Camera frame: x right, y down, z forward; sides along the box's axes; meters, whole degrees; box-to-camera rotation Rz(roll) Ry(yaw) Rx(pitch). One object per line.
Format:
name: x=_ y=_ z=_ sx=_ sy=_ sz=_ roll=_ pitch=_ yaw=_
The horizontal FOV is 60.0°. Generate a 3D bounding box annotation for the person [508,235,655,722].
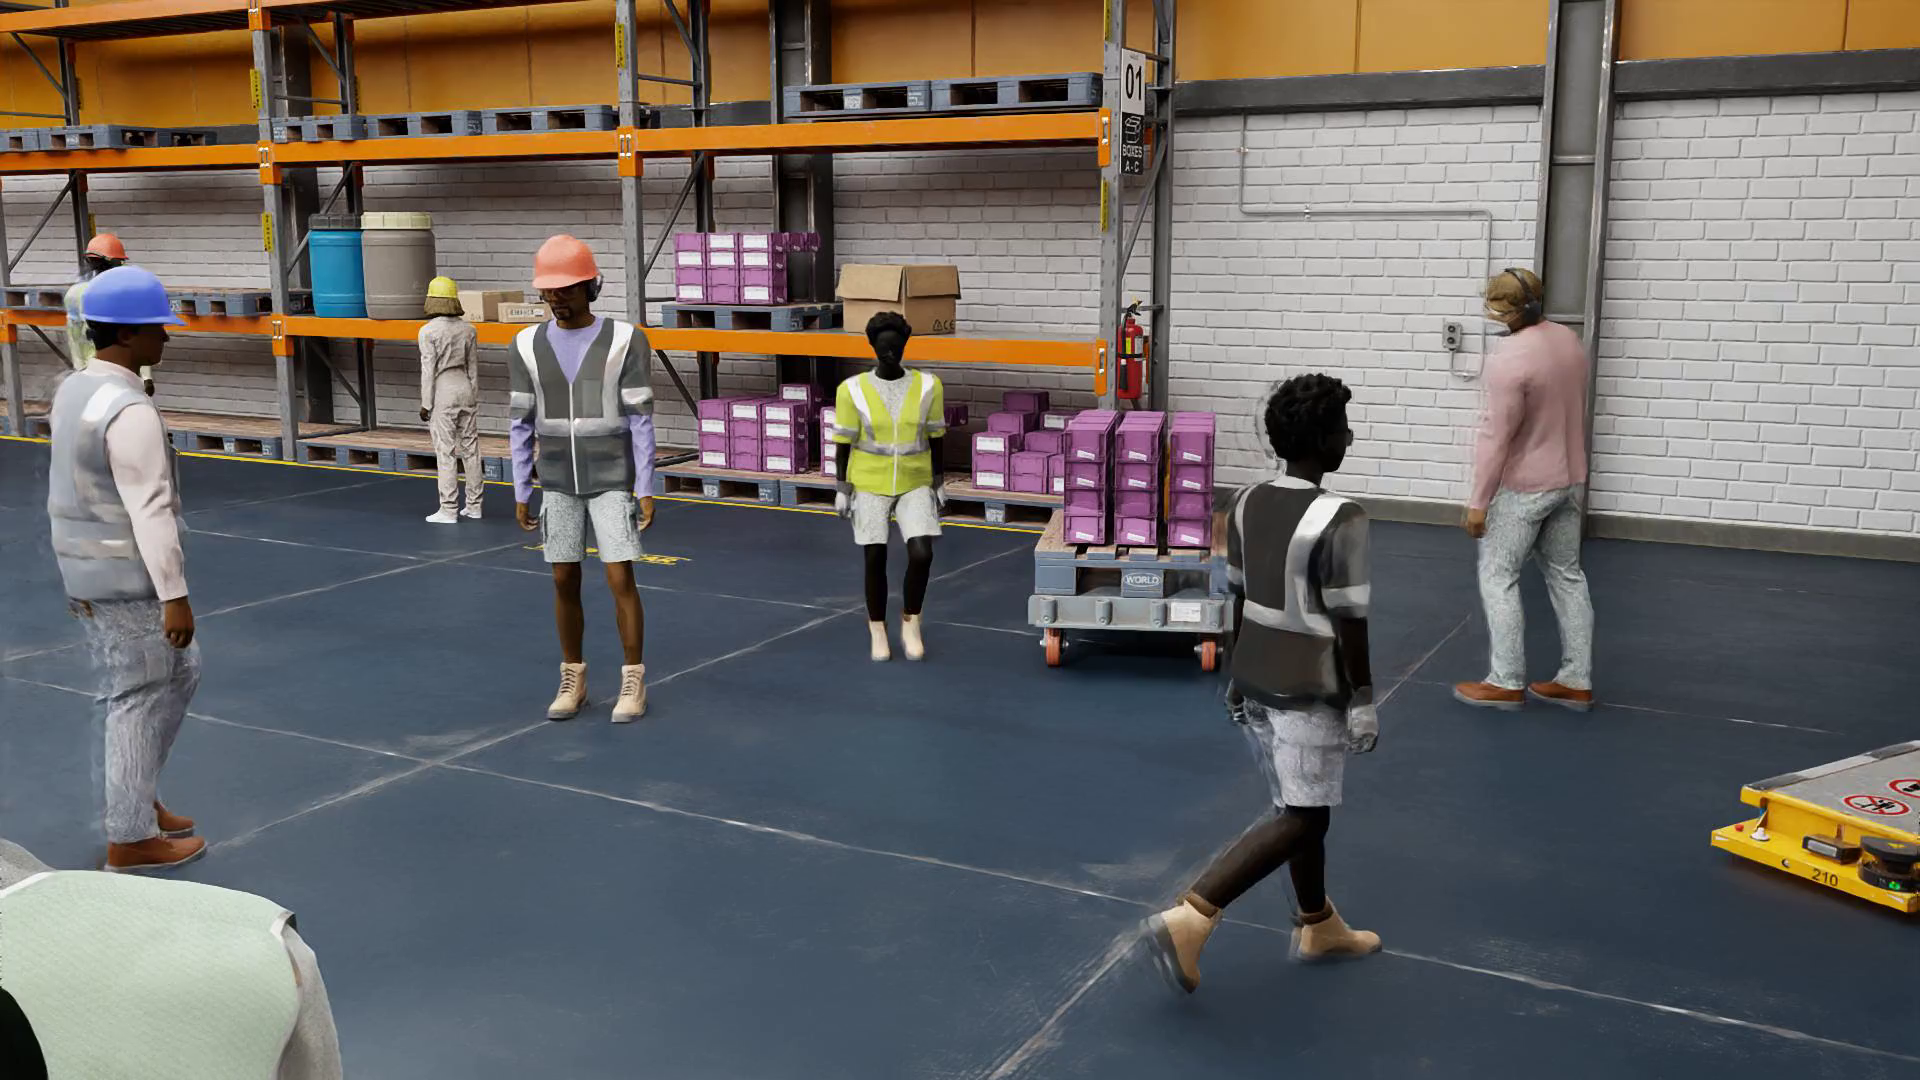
person: x=-1.576 y=-0.239 z=6.929 sx=0.612 sy=2.029 sz=0.409 roll=1 pitch=10 yaw=4

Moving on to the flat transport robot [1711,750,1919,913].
flat transport robot: x=3.225 y=0.900 z=5.493 sx=1.431 sy=0.197 sz=0.652 roll=-6 pitch=12 yaw=-30

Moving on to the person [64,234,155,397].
person: x=-6.384 y=-1.278 z=12.571 sx=0.612 sy=2.043 sz=0.374 roll=1 pitch=10 yaw=6

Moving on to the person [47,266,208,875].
person: x=-2.589 y=0.109 z=5.271 sx=0.484 sy=1.927 sz=0.651 roll=-9 pitch=14 yaw=-41

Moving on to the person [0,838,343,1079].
person: x=-0.708 y=0.863 z=1.177 sx=0.593 sy=1.920 sz=0.391 roll=-4 pitch=11 yaw=-21

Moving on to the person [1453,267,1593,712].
person: x=2.455 y=-0.196 z=7.037 sx=0.680 sy=1.898 sz=0.427 roll=-8 pitch=13 yaw=-36

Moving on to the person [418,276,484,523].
person: x=-3.640 y=-0.994 z=11.837 sx=0.295 sy=1.744 sz=0.489 roll=7 pitch=12 yaw=32

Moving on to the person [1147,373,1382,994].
person: x=0.843 y=0.389 z=4.433 sx=0.735 sy=1.675 sz=0.537 roll=-3 pitch=11 yaw=-18

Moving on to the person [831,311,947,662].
person: x=-0.326 y=-0.235 z=7.838 sx=0.559 sy=1.675 sz=0.472 roll=-2 pitch=10 yaw=-9
